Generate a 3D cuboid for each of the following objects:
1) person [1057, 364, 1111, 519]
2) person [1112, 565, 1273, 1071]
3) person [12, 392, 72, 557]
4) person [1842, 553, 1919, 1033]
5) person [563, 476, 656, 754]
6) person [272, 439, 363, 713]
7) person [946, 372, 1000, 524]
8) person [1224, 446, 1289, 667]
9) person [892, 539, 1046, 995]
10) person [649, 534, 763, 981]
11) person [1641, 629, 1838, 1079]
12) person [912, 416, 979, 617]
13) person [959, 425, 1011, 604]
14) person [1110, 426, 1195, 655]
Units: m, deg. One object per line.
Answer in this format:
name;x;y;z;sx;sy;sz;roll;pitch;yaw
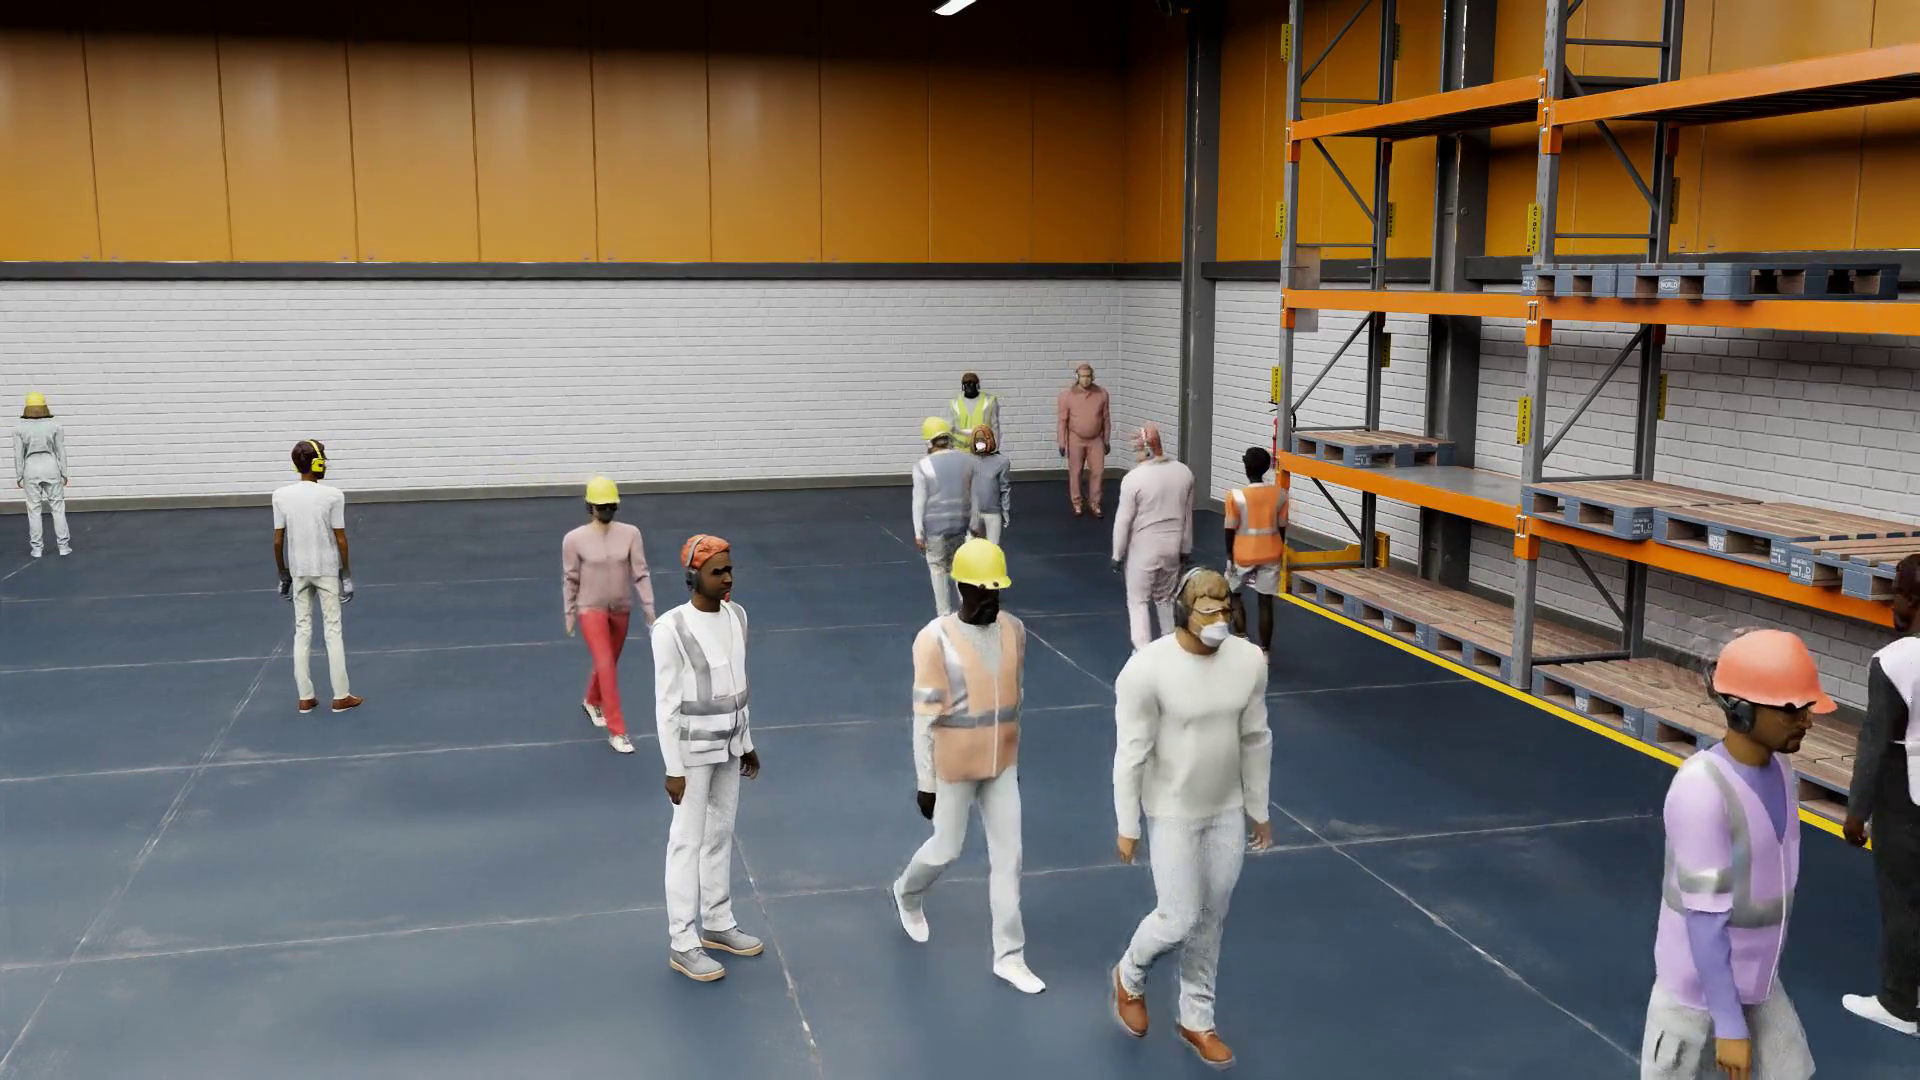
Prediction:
person;1.529;-1.184;20.207;0.685;1.878;0.773;-1;9;-7
person;0.865;1.031;6.267;0.642;1.927;0.475;-5;10;-29
person;-9.710;-0.694;17.587;0.492;1.740;0.325;-5;10;-29
person;3.722;0.996;6.514;0.616;1.904;0.454;-4;10;-25
person;-2.278;0.430;10.643;0.541;1.722;0.923;-6;11;-35
person;-4.389;0.250;11.312;0.519;1.865;0.335;0;9;1
person;0.136;-1.070;19.668;0.661;1.824;0.484;1;9;7
person;2.235;0.133;12.622;0.540;1.685;0.370;-1;9;-9
person;0.018;0.912;7.101;0.597;1.895;0.891;-7;11;-36
person;-1.074;0.912;7.123;0.355;1.883;0.573;5;10;28
person;2.254;1.248;4.658;0.632;1.994;1.010;-7;11;-37
person;-0.117;-0.117;13.770;0.614;1.808;0.510;-5;10;-27
person;0.205;-0.229;15.017;0.507;1.632;0.264;1;9;5
person;1.454;0.075;12.427;0.679;1.867;0.572;-5;10;-26
